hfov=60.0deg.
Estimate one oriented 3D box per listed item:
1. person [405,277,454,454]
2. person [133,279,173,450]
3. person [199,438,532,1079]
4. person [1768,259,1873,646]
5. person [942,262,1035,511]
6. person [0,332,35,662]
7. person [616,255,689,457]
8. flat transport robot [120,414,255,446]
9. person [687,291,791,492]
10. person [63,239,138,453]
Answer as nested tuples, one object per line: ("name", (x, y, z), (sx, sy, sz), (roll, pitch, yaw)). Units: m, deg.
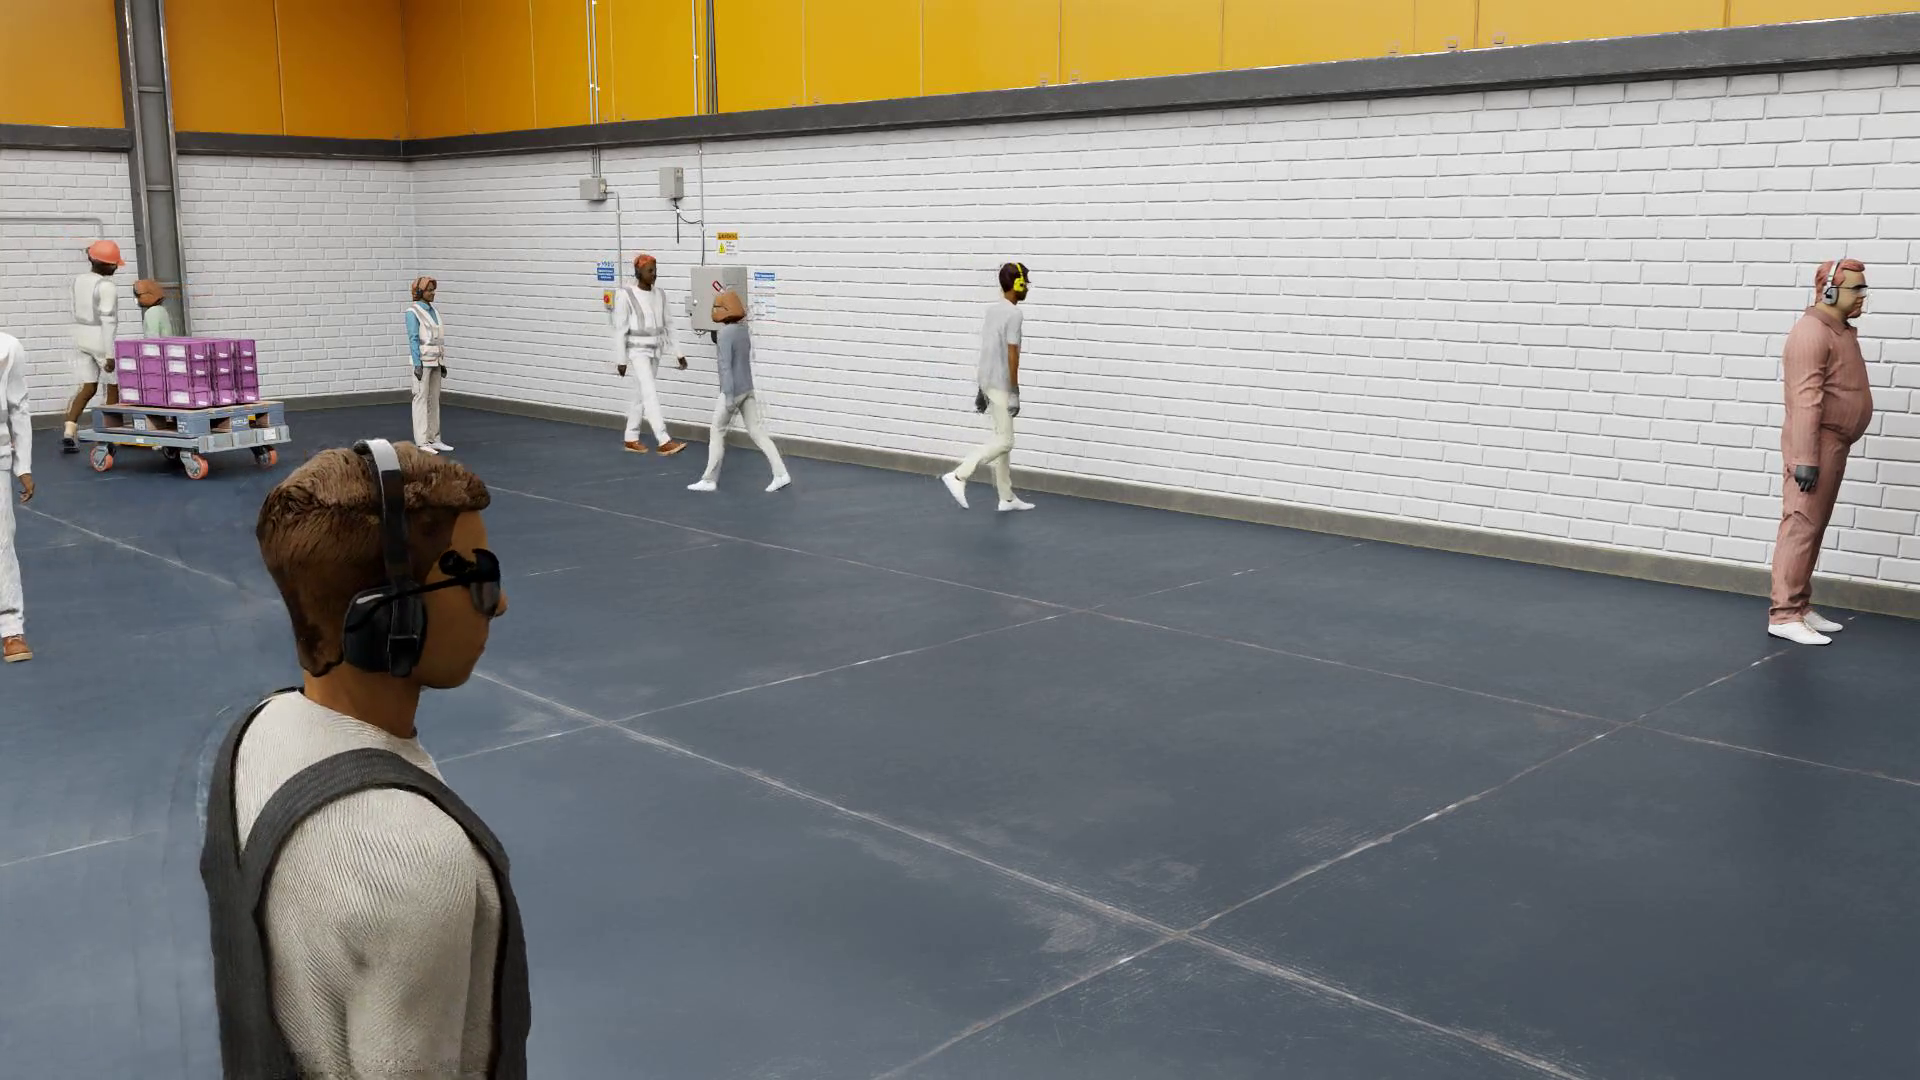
("person", (-4.950, -1.617, 15.457), (0.308, 1.641, 0.514), (2, 11, 10))
("person", (-7.495, -1.633, 15.593), (0.407, 1.616, 0.518), (-1, 10, -6))
("person", (-0.676, 0.792, 1.836), (0.875, 1.821, 0.511), (-10, 14, -43))
("person", (4.317, -0.441, 8.318), (0.403, 1.906, 0.651), (8, 13, 36))
("person", (0.212, -1.091, 12.072), (0.707, 1.837, 0.533), (-5, 11, -24))
("person", (-4.672, -0.335, 7.814), (0.579, 1.884, 0.370), (-6, 12, -30))
("person", (-2.805, -1.687, 15.299), (0.962, 1.834, 0.592), (7, 12, 32))
("flat transport robot", (-7.535, -1.106, 16.403), (0.652, 0.197, 1.431), (5, 12, 27))
("person", (-1.723, -1.161, 13.110), (0.849, 1.592, 0.512), (4, 11, 20))
("person", (-8.079, -1.808, 15.529), (0.668, 1.993, 0.813), (5, 12, 25))
